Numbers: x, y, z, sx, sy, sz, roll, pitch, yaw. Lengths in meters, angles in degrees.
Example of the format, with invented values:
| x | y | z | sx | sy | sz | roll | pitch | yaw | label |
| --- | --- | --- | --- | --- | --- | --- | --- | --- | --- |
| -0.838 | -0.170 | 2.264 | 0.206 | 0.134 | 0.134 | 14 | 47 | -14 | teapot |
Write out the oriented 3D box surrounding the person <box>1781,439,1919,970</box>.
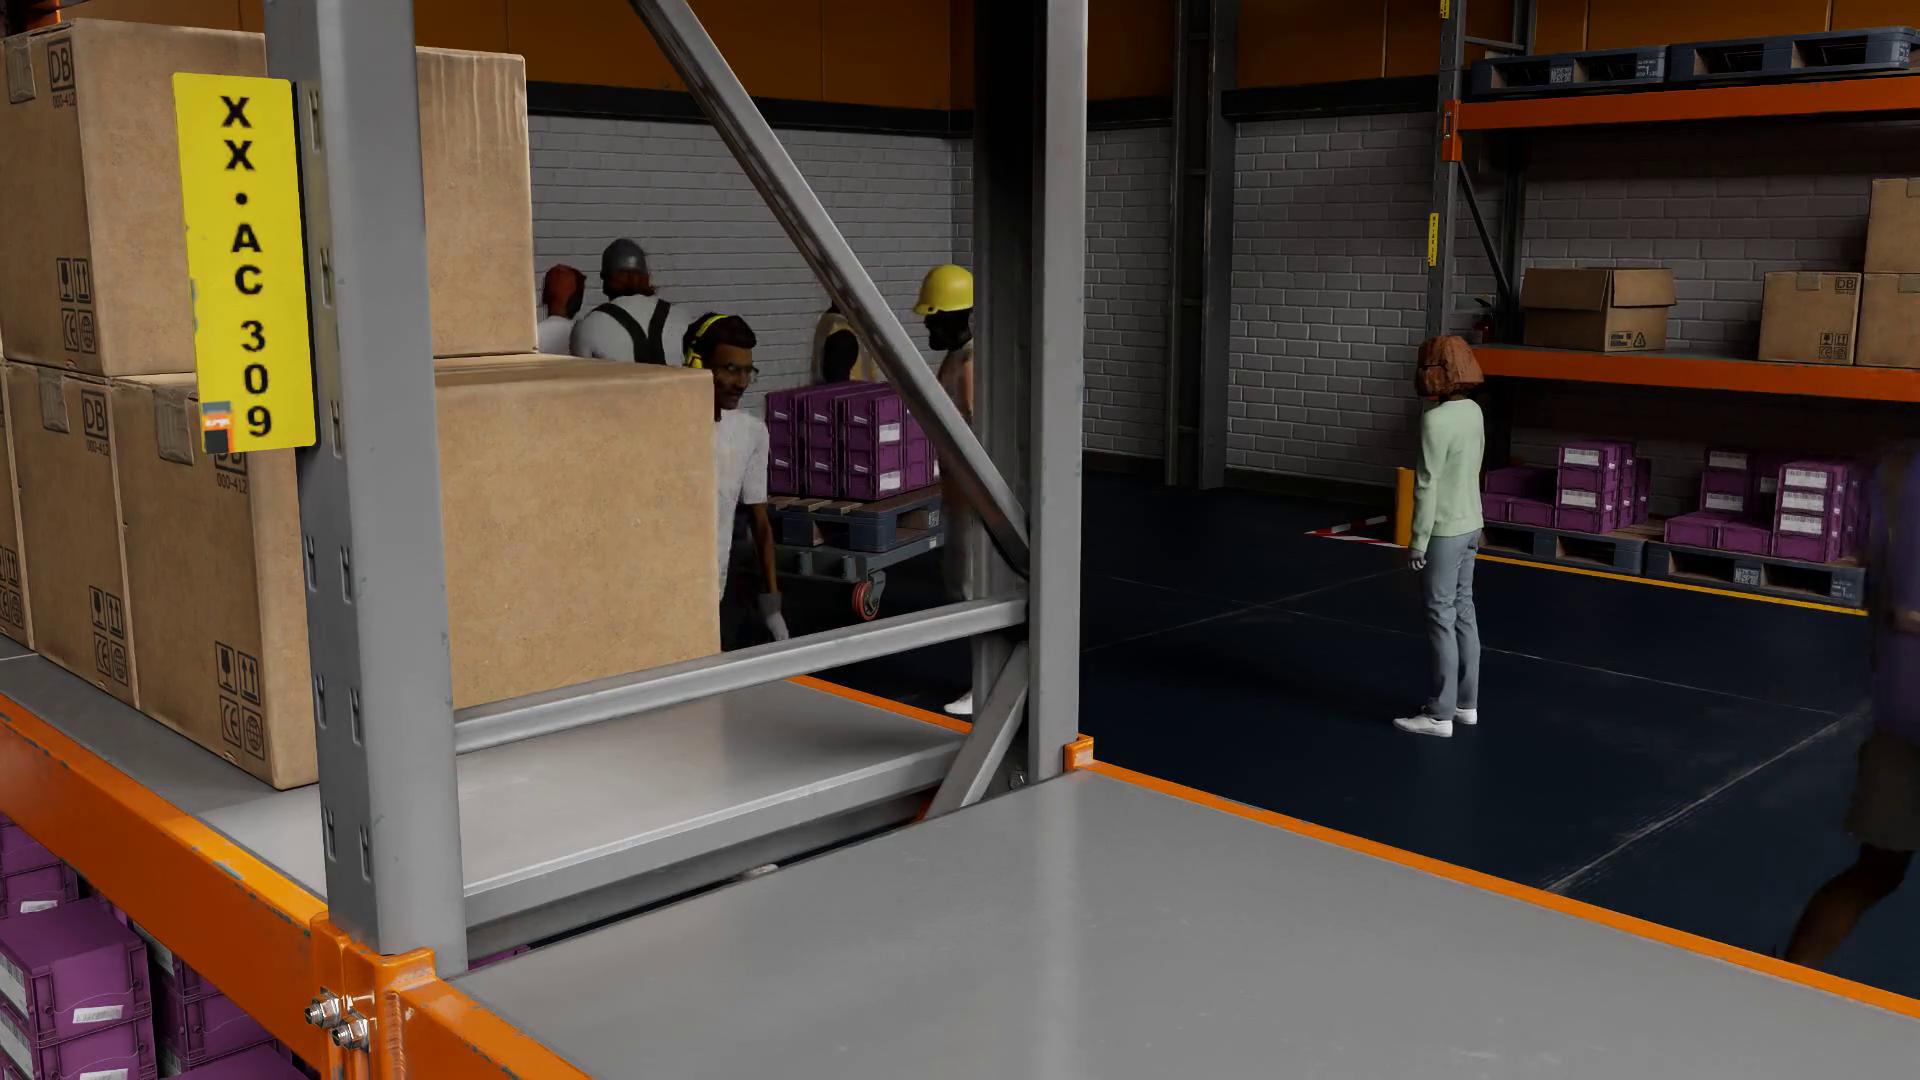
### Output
| x | y | z | sx | sy | sz | roll | pitch | yaw | label |
| --- | --- | --- | --- | --- | --- | --- | --- | --- | --- |
| 2.200 | 0.398 | 3.744 | 0.875 | 1.908 | 0.540 | -5 | 12 | -26 | person |

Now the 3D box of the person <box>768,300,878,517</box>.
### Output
| x | y | z | sx | sy | sz | roll | pitch | yaw | label |
| --- | --- | --- | --- | --- | --- | --- | --- | --- | --- |
| -0.850 | -0.784 | 10.497 | 0.840 | 1.805 | 0.661 | -2 | 11 | -8 | person |

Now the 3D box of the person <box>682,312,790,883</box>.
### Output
| x | y | z | sx | sy | sz | roll | pitch | yaw | label |
| --- | --- | --- | --- | --- | --- | --- | --- | --- | --- |
| -0.819 | 0.201 | 5.141 | 0.519 | 1.788 | 1.033 | -10 | 15 | -44 | person |

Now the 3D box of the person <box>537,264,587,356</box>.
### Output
| x | y | z | sx | sy | sz | roll | pitch | yaw | label |
| --- | --- | --- | --- | --- | --- | --- | --- | --- | --- |
| -2.122 | -0.509 | 8.774 | 0.683 | 1.871 | 0.436 | 1 | 10 | 6 | person |

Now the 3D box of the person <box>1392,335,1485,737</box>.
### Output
| x | y | z | sx | sy | sz | roll | pitch | yaw | label |
| --- | --- | --- | --- | --- | --- | --- | --- | --- | --- |
| 1.977 | -0.018 | 6.780 | 0.286 | 1.624 | 0.494 | 8 | 13 | 36 | person |

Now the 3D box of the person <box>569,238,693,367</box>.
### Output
| x | y | z | sx | sy | sz | roll | pitch | yaw | label |
| --- | --- | --- | --- | --- | --- | --- | --- | --- | --- |
| -1.686 | -0.554 | 8.564 | 0.742 | 2.000 | 0.607 | -8 | 13 | -36 | person |

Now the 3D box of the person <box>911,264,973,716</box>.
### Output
| x | y | z | sx | sy | sz | roll | pitch | yaw | label |
| --- | --- | --- | --- | --- | --- | --- | --- | --- | --- |
| 0.038 | -0.205 | 7.035 | 0.501 | 1.904 | 0.635 | -1 | 10 | -7 | person |
